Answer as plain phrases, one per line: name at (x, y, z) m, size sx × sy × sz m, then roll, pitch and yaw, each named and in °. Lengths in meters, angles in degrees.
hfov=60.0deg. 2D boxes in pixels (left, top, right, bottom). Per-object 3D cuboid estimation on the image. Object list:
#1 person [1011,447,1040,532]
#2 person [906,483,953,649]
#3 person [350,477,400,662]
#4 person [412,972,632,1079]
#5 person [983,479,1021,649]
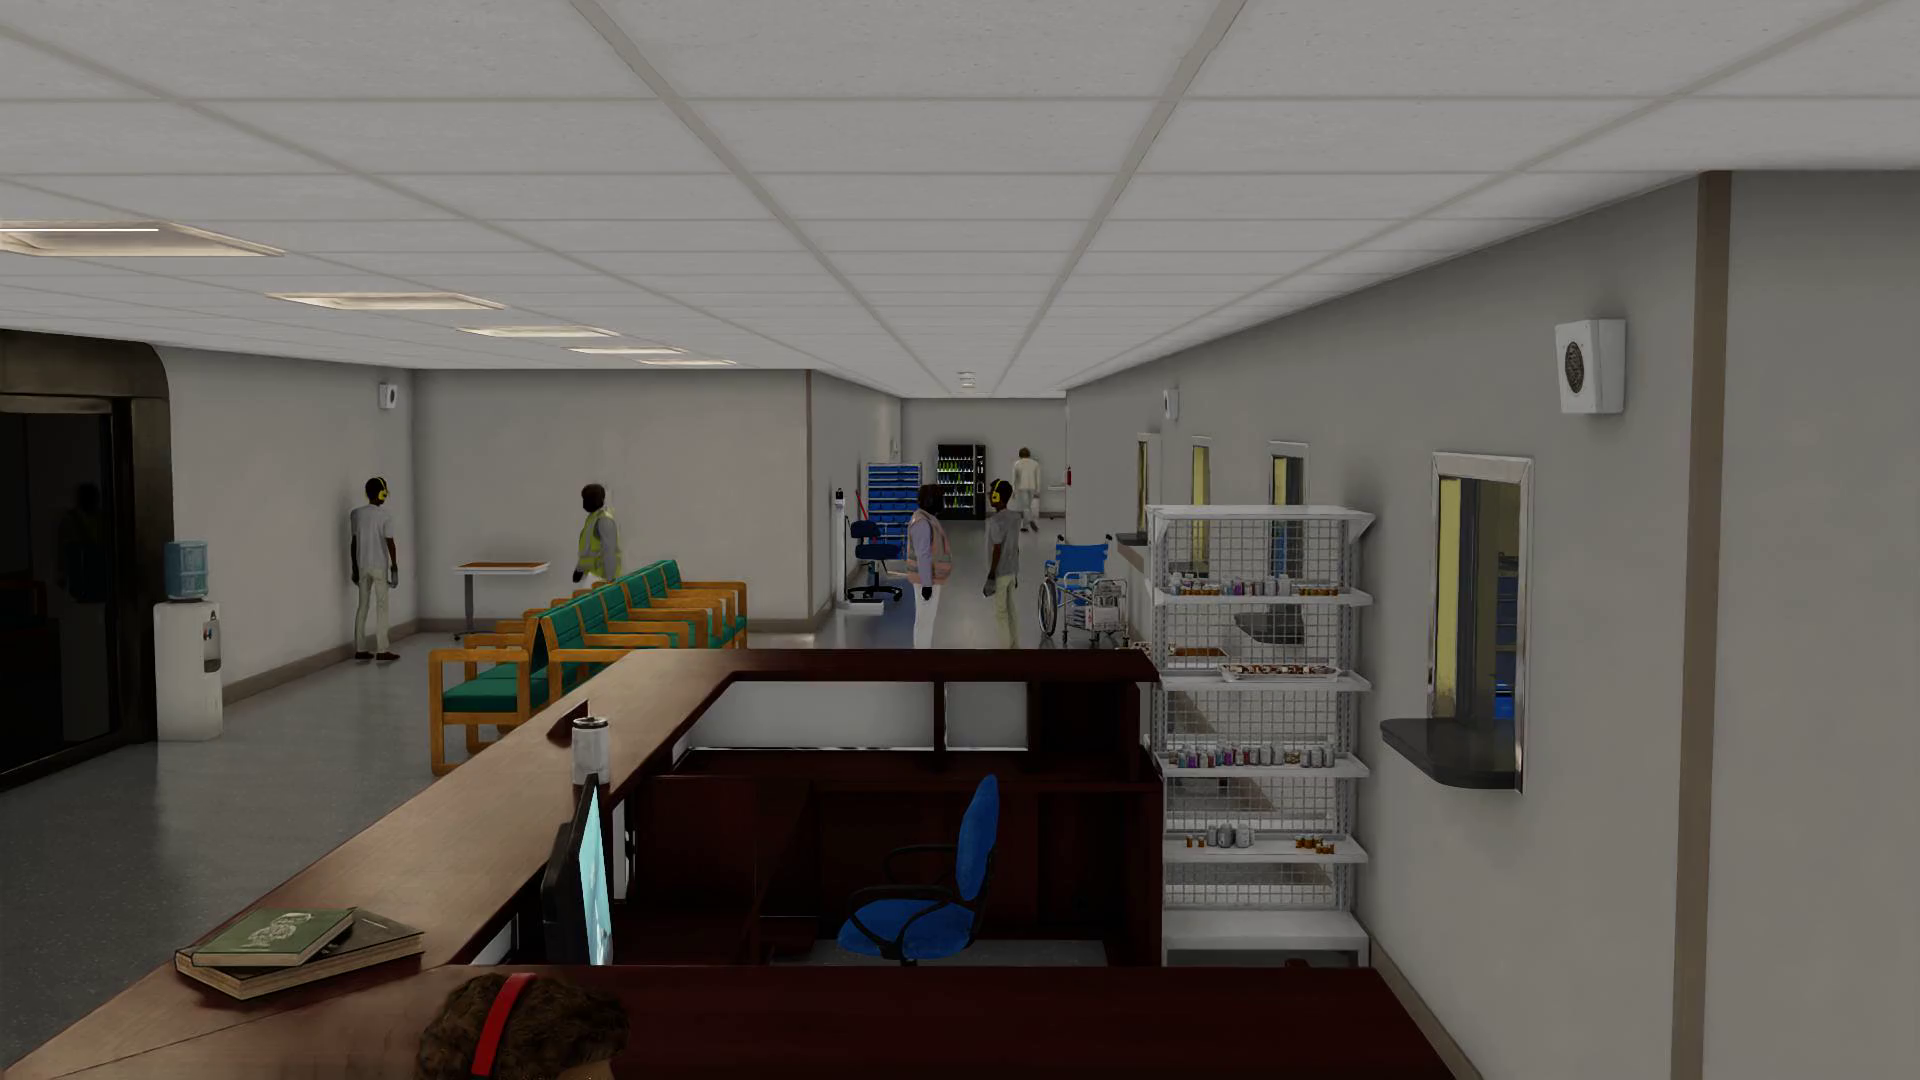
person at (1.466, -1.078, 36.033) m, size 0.643 × 1.887 × 0.930 m, roll -1°, pitch 4°, yaw -18°
person at (-0.285, 0.388, 15.627) m, size 0.429 × 1.840 × 0.637 m, roll 0°, pitch 4°, yaw 2°
person at (-5.912, 0.298, 16.783) m, size 0.521 × 1.861 × 0.330 m, roll 1°, pitch 4°, yaw 14°
person at (-0.553, 1.378, 1.899) m, size 0.596 × 1.814 × 0.652 m, roll 0°, pitch 4°, yaw -5°
person at (0.393, 0.350, 15.937) m, size 0.327 × 1.874 × 0.521 m, roll 2°, pitch 5°, yaw 31°
